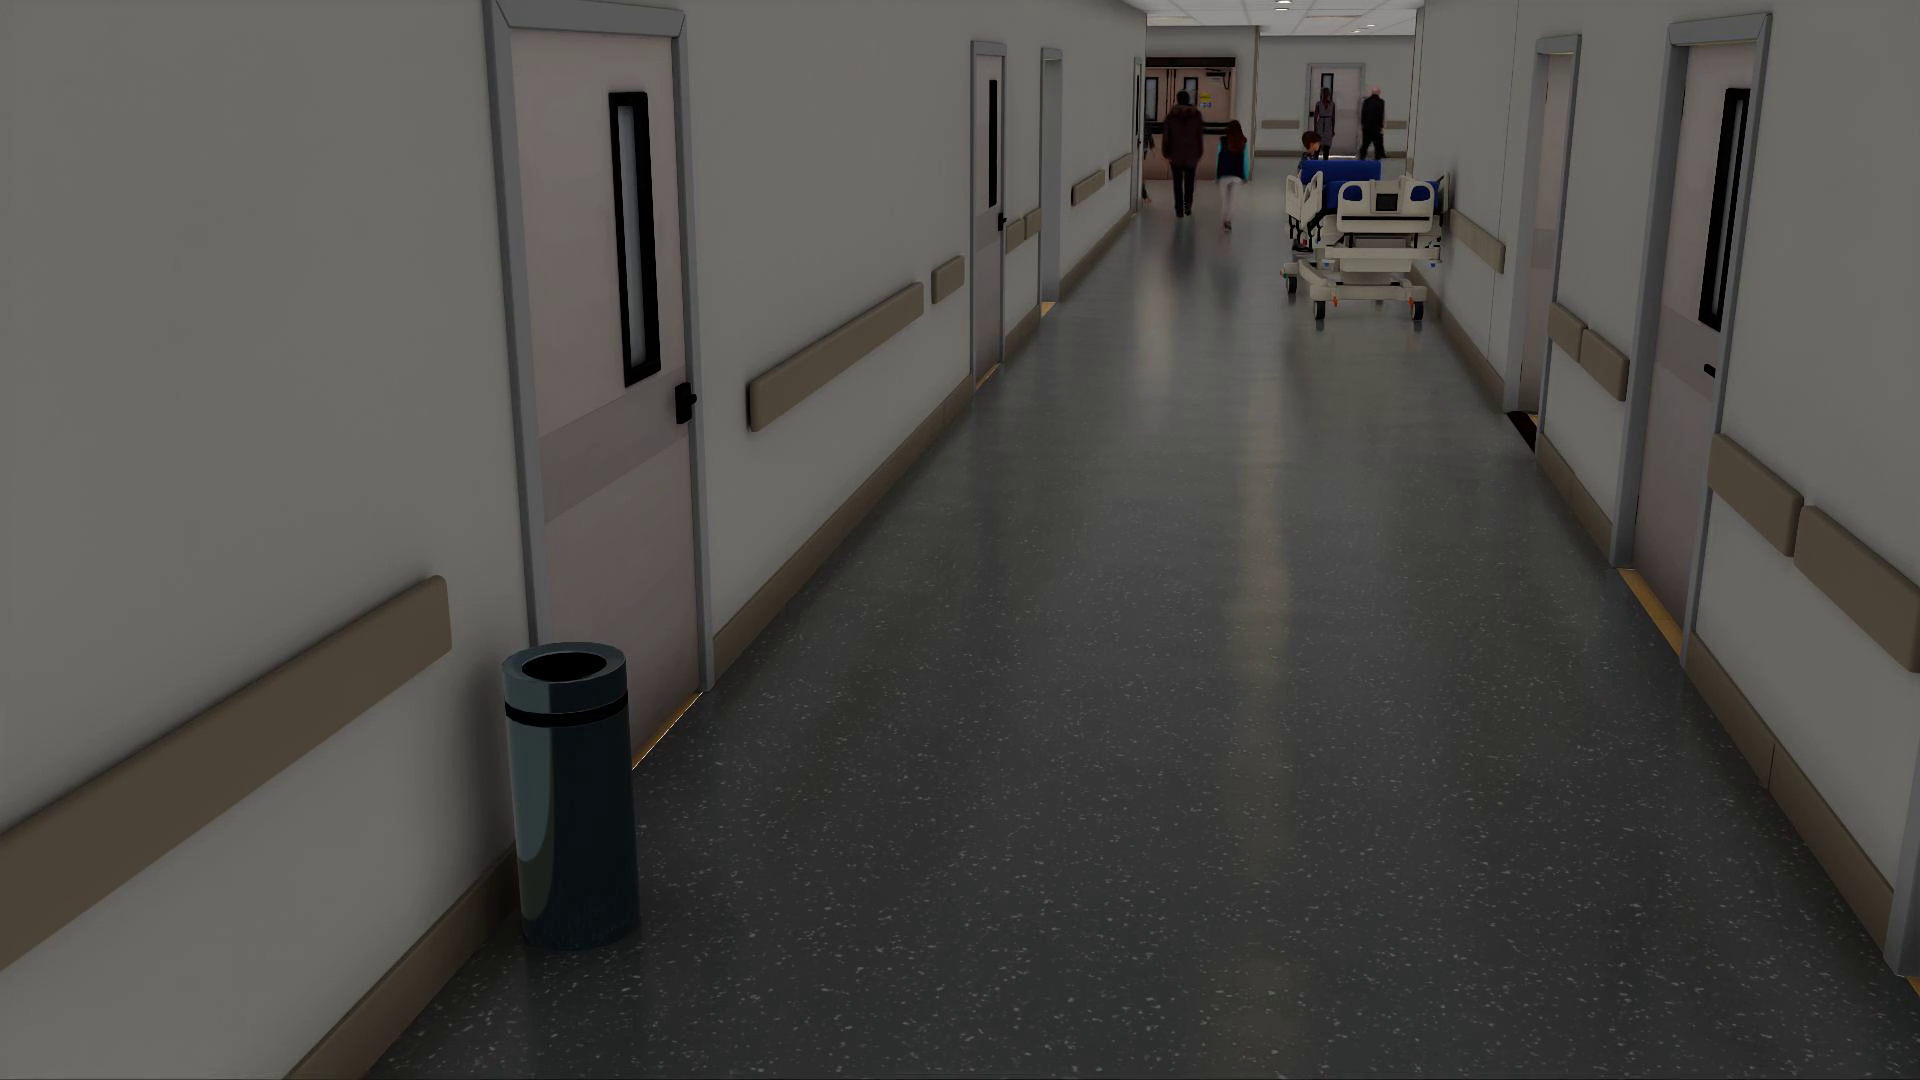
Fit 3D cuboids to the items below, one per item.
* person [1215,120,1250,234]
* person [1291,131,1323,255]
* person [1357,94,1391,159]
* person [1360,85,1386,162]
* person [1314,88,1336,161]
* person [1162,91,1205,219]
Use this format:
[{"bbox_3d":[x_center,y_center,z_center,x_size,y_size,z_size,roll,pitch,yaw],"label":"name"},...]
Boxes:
[{"bbox_3d":[3.635,-4.862,22.342,0.872,1.466,0.694,4,16,14],"label":"person"},{"bbox_3d":[4.139,-4.160,19.903,0.541,1.437,0.553,-1,16,-4],"label":"person"},{"bbox_3d":[10.271,-10.275,41.345,1.052,1.572,0.729,4,16,16],"label":"person"},{"bbox_3d":[8.744,-8.708,35.410,1.272,1.777,0.979,7,17,24],"label":"person"},{"bbox_3d":[7.702,-8.654,35.200,0.534,1.787,0.709,0,16,-1],"label":"person"},{"bbox_3d":[3.312,-5.679,24.570,0.664,1.830,0.863,1,16,3],"label":"person"}]
